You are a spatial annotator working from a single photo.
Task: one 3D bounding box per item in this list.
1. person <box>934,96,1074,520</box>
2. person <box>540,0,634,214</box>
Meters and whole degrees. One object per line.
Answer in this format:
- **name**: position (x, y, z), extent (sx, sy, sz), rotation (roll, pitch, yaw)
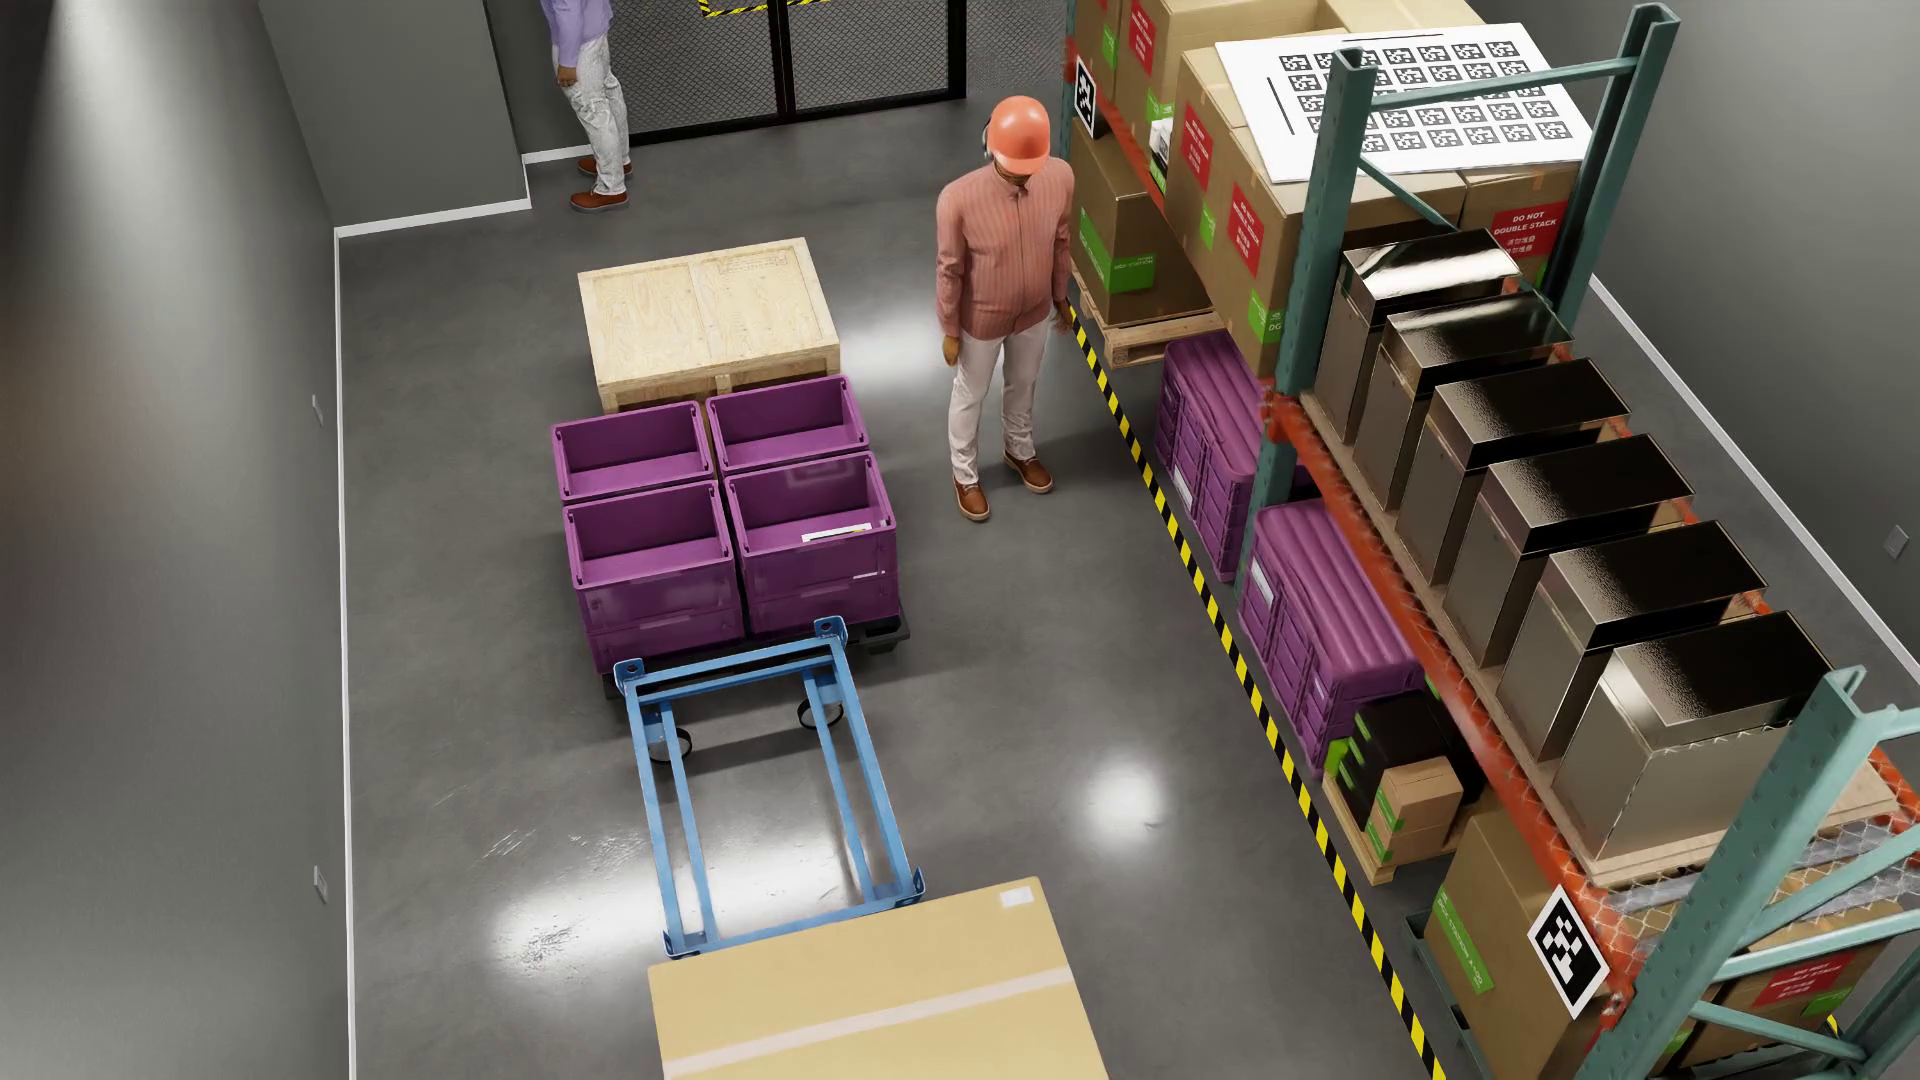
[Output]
- **person**: position (0.190, -0.917, 6.697), extent (0.608, 1.987, 0.391), rotation (-22, 51, -19)
- **person**: position (-1.891, -2.516, 8.200), extent (0.359, 1.933, 0.635), rotation (0, 47, 0)
